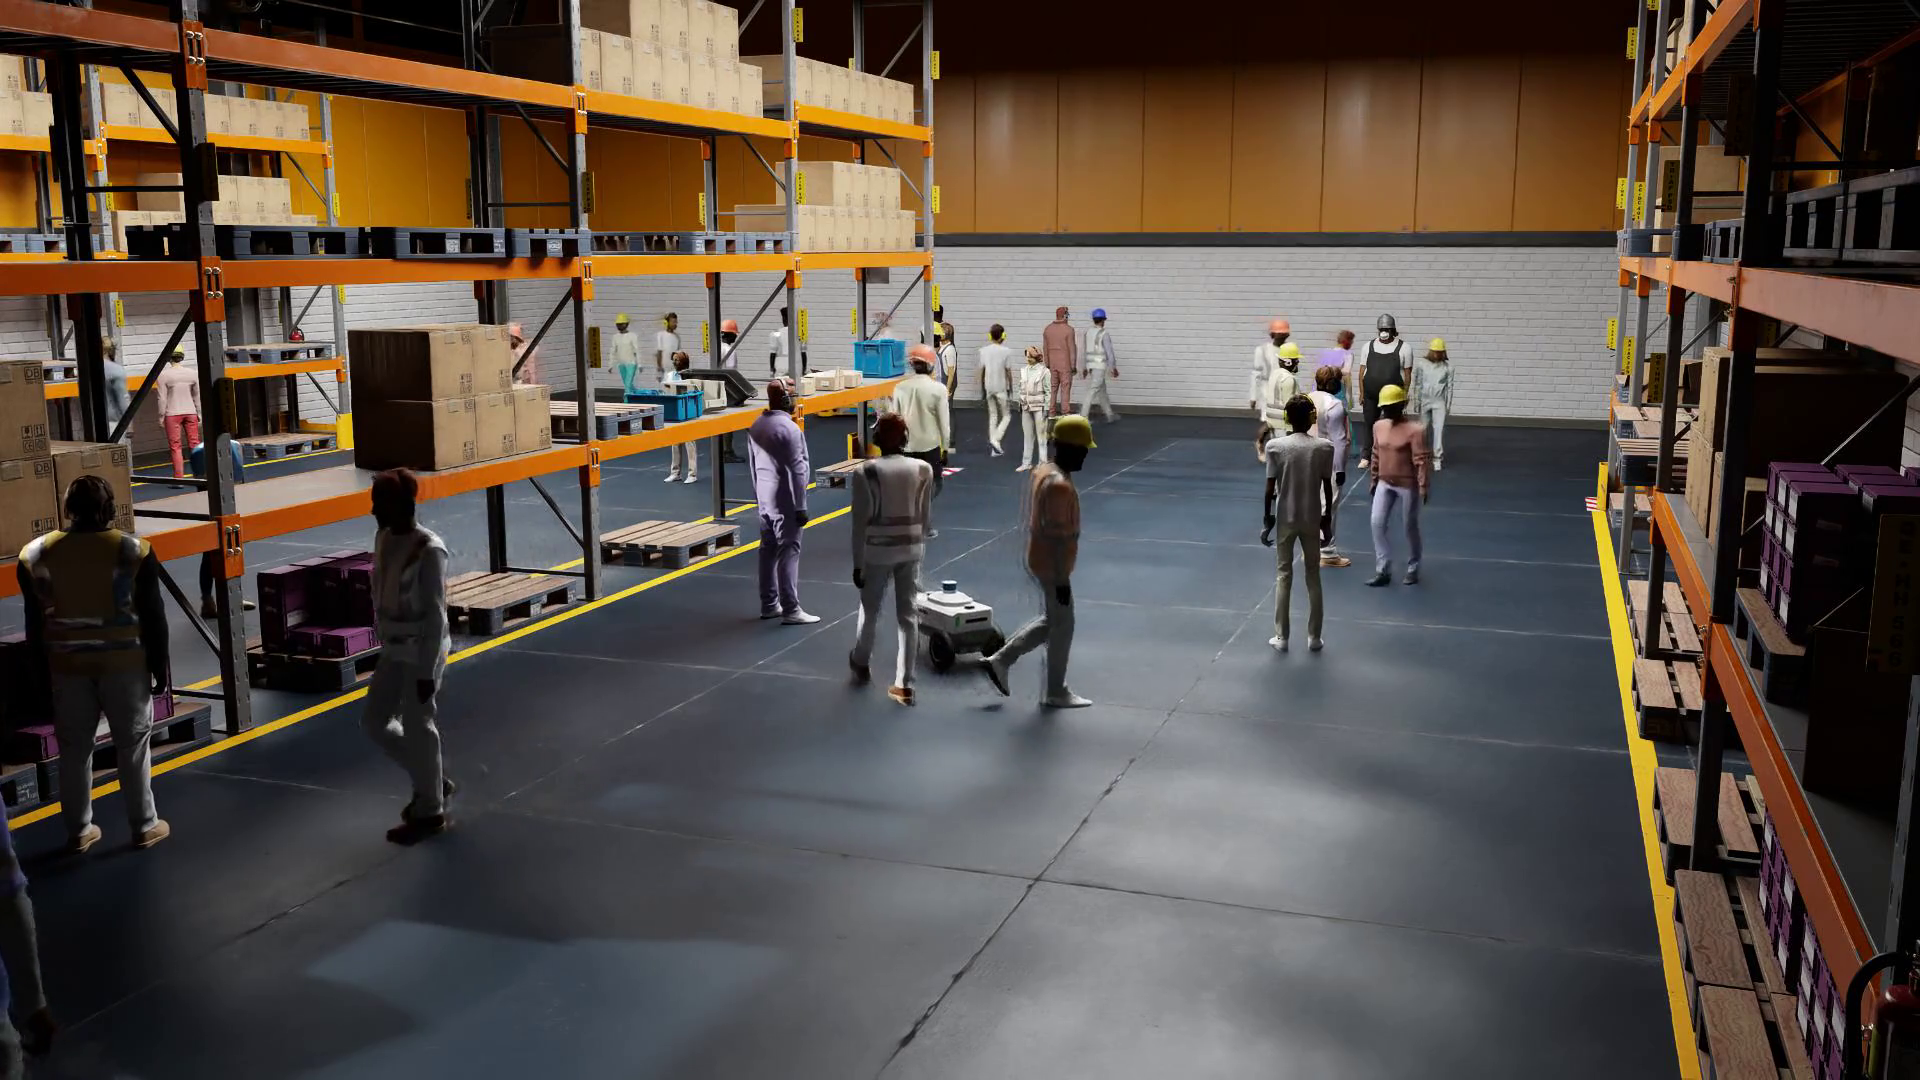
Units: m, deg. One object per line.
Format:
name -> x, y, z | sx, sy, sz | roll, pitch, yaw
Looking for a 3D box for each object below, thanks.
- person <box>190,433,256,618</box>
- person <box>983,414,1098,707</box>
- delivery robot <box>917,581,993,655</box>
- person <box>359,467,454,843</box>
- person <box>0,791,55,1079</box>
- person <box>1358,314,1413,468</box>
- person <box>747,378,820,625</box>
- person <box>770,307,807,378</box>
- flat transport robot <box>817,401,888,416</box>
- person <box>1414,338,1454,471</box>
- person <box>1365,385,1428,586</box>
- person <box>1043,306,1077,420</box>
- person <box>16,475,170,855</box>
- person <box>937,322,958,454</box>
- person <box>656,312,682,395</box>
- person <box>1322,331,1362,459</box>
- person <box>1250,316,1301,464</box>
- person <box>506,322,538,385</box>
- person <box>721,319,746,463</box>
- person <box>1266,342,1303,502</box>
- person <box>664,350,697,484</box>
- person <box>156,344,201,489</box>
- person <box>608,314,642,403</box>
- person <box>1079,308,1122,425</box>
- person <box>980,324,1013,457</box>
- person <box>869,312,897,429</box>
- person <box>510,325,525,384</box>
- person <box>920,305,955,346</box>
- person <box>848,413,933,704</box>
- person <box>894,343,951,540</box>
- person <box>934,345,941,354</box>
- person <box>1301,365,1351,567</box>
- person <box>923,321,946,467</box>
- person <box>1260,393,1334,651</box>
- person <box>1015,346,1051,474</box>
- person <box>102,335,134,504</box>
person -> -5.836, -0.235, 13.149 | 0.322, 1.691, 0.536 | 3, 10, 16
person -> 0.530, 0.151, 10.396 | 0.641, 1.891, 0.605 | 0, 10, -2
delivery robot -> -0.073, 0.531, 11.749 | 0.477, 0.478, 0.707 | -6, 12, -32
person -> -2.693, 0.568, 8.094 | 0.601, 1.869, 0.408 | 10, 14, 43
person -> -2.701, 1.225, 4.382 | 0.668, 1.886, 0.367 | 0, 10, 1
person -> 5.522, -1.931, 21.695 | 0.686, 2.000, 0.538 | 4, 11, 23
person -> -1.360, -0.301, 12.890 | 0.404, 1.911, 0.636 | -8, 13, -36
person -> -2.708, -2.705, 26.287 | 0.609, 1.961, 0.373 | -3, 11, -17
flat transport robot -> -1.724, -2.257, 28.514 | 1.431, 0.197, 0.652 | -1, 10, -8
person -> 6.212, -1.790, 21.836 | 0.489, 1.739, 0.605 | 3, 11, 18
person -> 3.728, -0.455, 14.226 | 0.725, 1.725, 0.651 | -9, 13, -41
person -> 1.698, -2.929, 27.693 | 0.655, 1.906, 0.407 | 9, 14, 42
person -> -4.140, 0.602, 8.021 | 0.628, 1.837, 0.429 | -2, 10, -13
person -> -0.214, -2.128, 23.352 | 0.345, 1.847, 0.508 | -2, 10, -13
person -> -4.694, -2.730, 26.721 | 0.569, 1.855, 0.549 | 9, 13, 41
person -> 5.136, -1.949, 22.611 | 1.054, 1.751, 0.571 | -6, 12, -31
person -> 4.092, -1.899, 21.585 | 0.661, 2.018, 0.643 | -2, 10, -9
person -> -6.125, -2.091, 23.058 | 0.653, 1.879, 0.835 | 5, 11, 24
person -> -3.114, -2.003, 22.399 | 0.378, 1.932, 0.551 | -7, 12, -36
person -> 3.667, -1.311, 18.787 | 0.404, 1.834, 0.591 | -1, 10, -7
person -> -3.430, -1.514, 20.467 | 0.514, 1.645, 0.308 | 6, 12, 29
person -> -9.397, -1.495, 20.019 | 0.317, 1.766, 0.534 | 8, 13, 40
person -> -5.763, -2.994, 28.516 | 0.555, 1.728, 0.854 | 5, 11, 27
person -> 2.277, -2.818, 27.127 | 0.960, 1.894, 0.609 | -5, 11, -27
person -> 0.494, -2.052, 22.935 | 0.518, 1.849, 0.468 | 5, 11, 25
person -> -1.232, -2.642, 26.156 | 0.577, 1.877, 0.660 | -2, 10, -13
person -> -5.997, -1.870, 21.818 | 0.479, 1.871, 0.638 | 5, 11, 28
person -> -0.378, -3.057, 28.400 | 0.587, 1.913, 0.391 | 2, 10, 9
person -> -0.478, 0.086, 10.879 | 0.576, 1.838, 0.981 | -3, 11, -18
person -> -0.399, -0.926, 16.245 | 0.625, 1.974, 0.773 | 5, 11, 28
person -> -0.408, -2.451, 25.747 | 0.310, 1.642, 0.514 | 3, 11, 18
person -> 3.342, -0.677, 15.197 | 0.429, 1.844, 0.624 | -4, 11, -22
person -> -0.380, -1.923, 21.969 | 0.366, 1.927, 0.591 | -1, 10, -7
person -> 2.428, -0.120, 12.002 | 0.521, 1.864, 0.335 | 1, 10, 6
person -> 0.953, -1.677, 21.396 | 0.514, 1.640, 0.310 | 9, 14, 42
person -> -9.528, -1.319, 18.599 | 0.642, 1.918, 0.419 | 4, 11, 22
